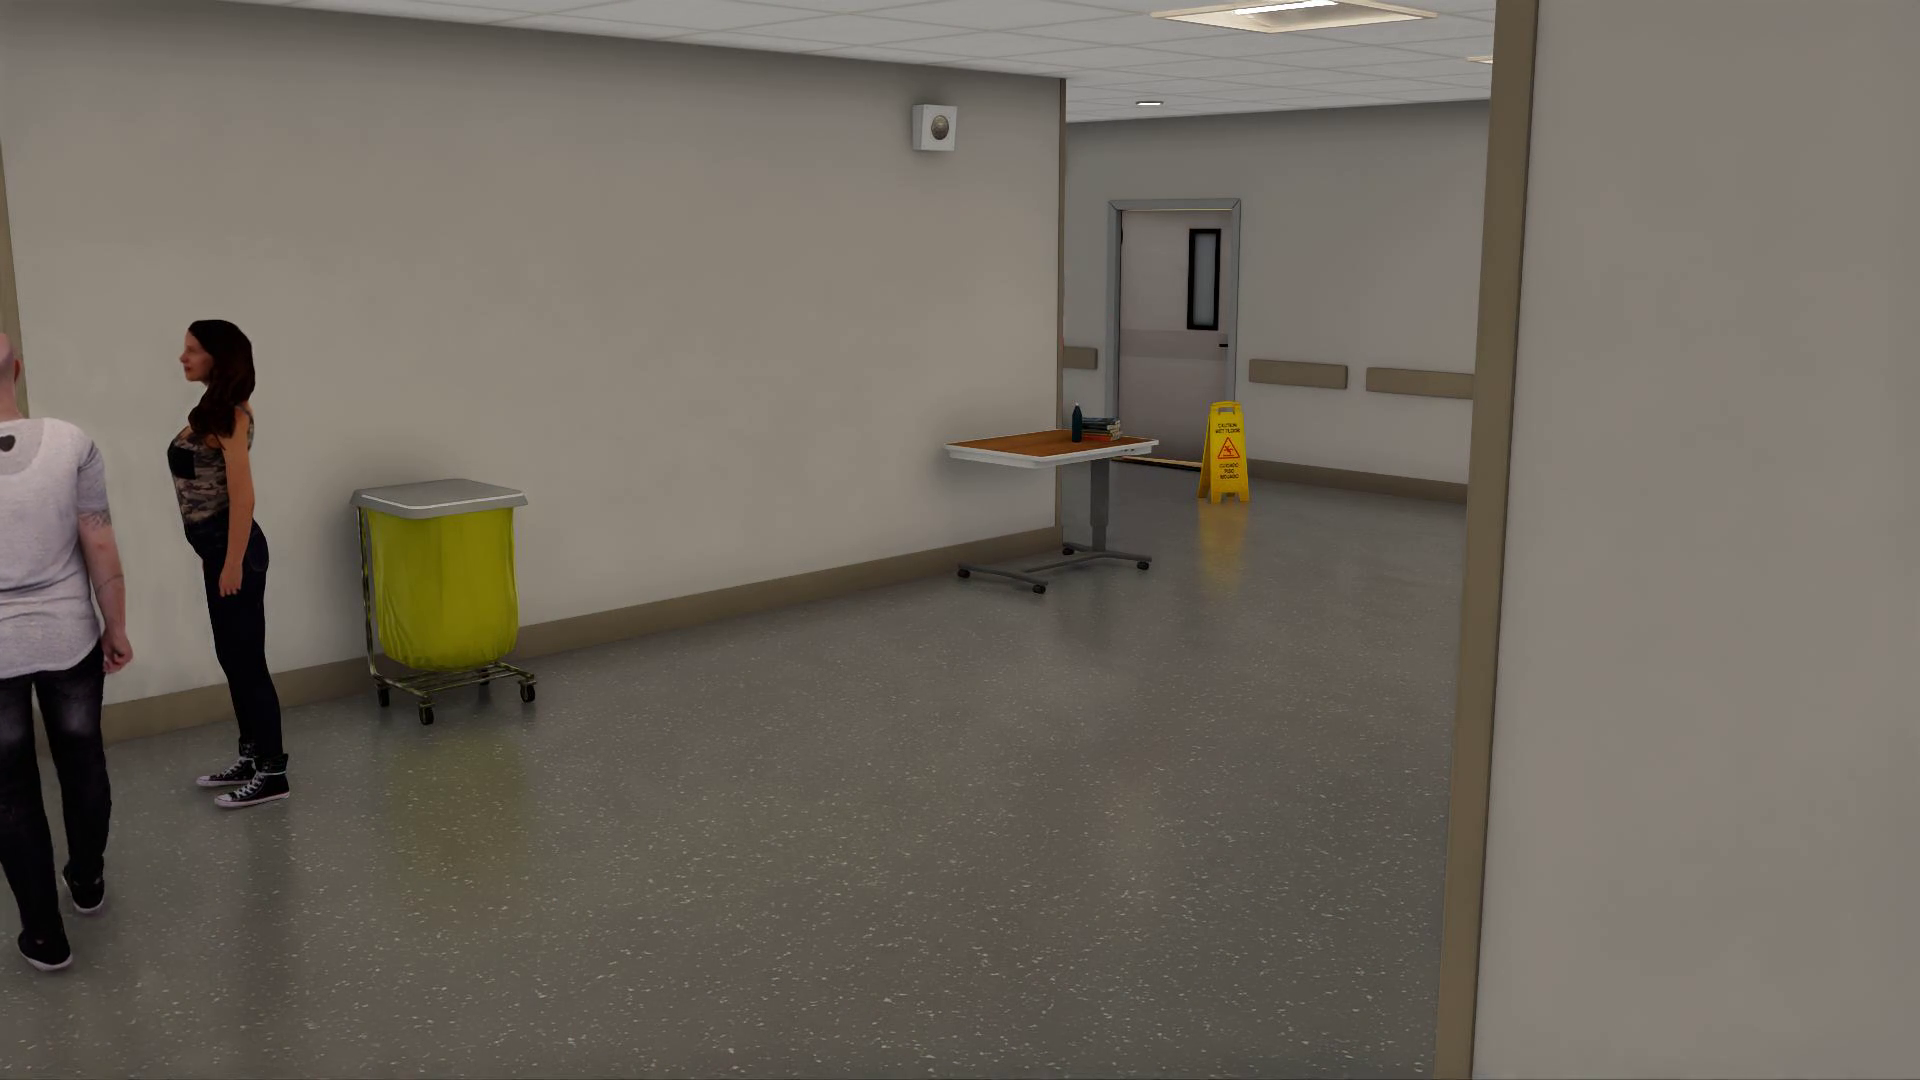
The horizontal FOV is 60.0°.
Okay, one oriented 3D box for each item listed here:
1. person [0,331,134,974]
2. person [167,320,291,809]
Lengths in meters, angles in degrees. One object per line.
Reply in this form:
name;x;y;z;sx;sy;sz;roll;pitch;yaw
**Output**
person;-2.600;0.322;4.645;0.728;1.821;0.878;-9;14;-39
person;-2.651;0.079;6.066;0.702;1.768;0.527;-7;13;-34
